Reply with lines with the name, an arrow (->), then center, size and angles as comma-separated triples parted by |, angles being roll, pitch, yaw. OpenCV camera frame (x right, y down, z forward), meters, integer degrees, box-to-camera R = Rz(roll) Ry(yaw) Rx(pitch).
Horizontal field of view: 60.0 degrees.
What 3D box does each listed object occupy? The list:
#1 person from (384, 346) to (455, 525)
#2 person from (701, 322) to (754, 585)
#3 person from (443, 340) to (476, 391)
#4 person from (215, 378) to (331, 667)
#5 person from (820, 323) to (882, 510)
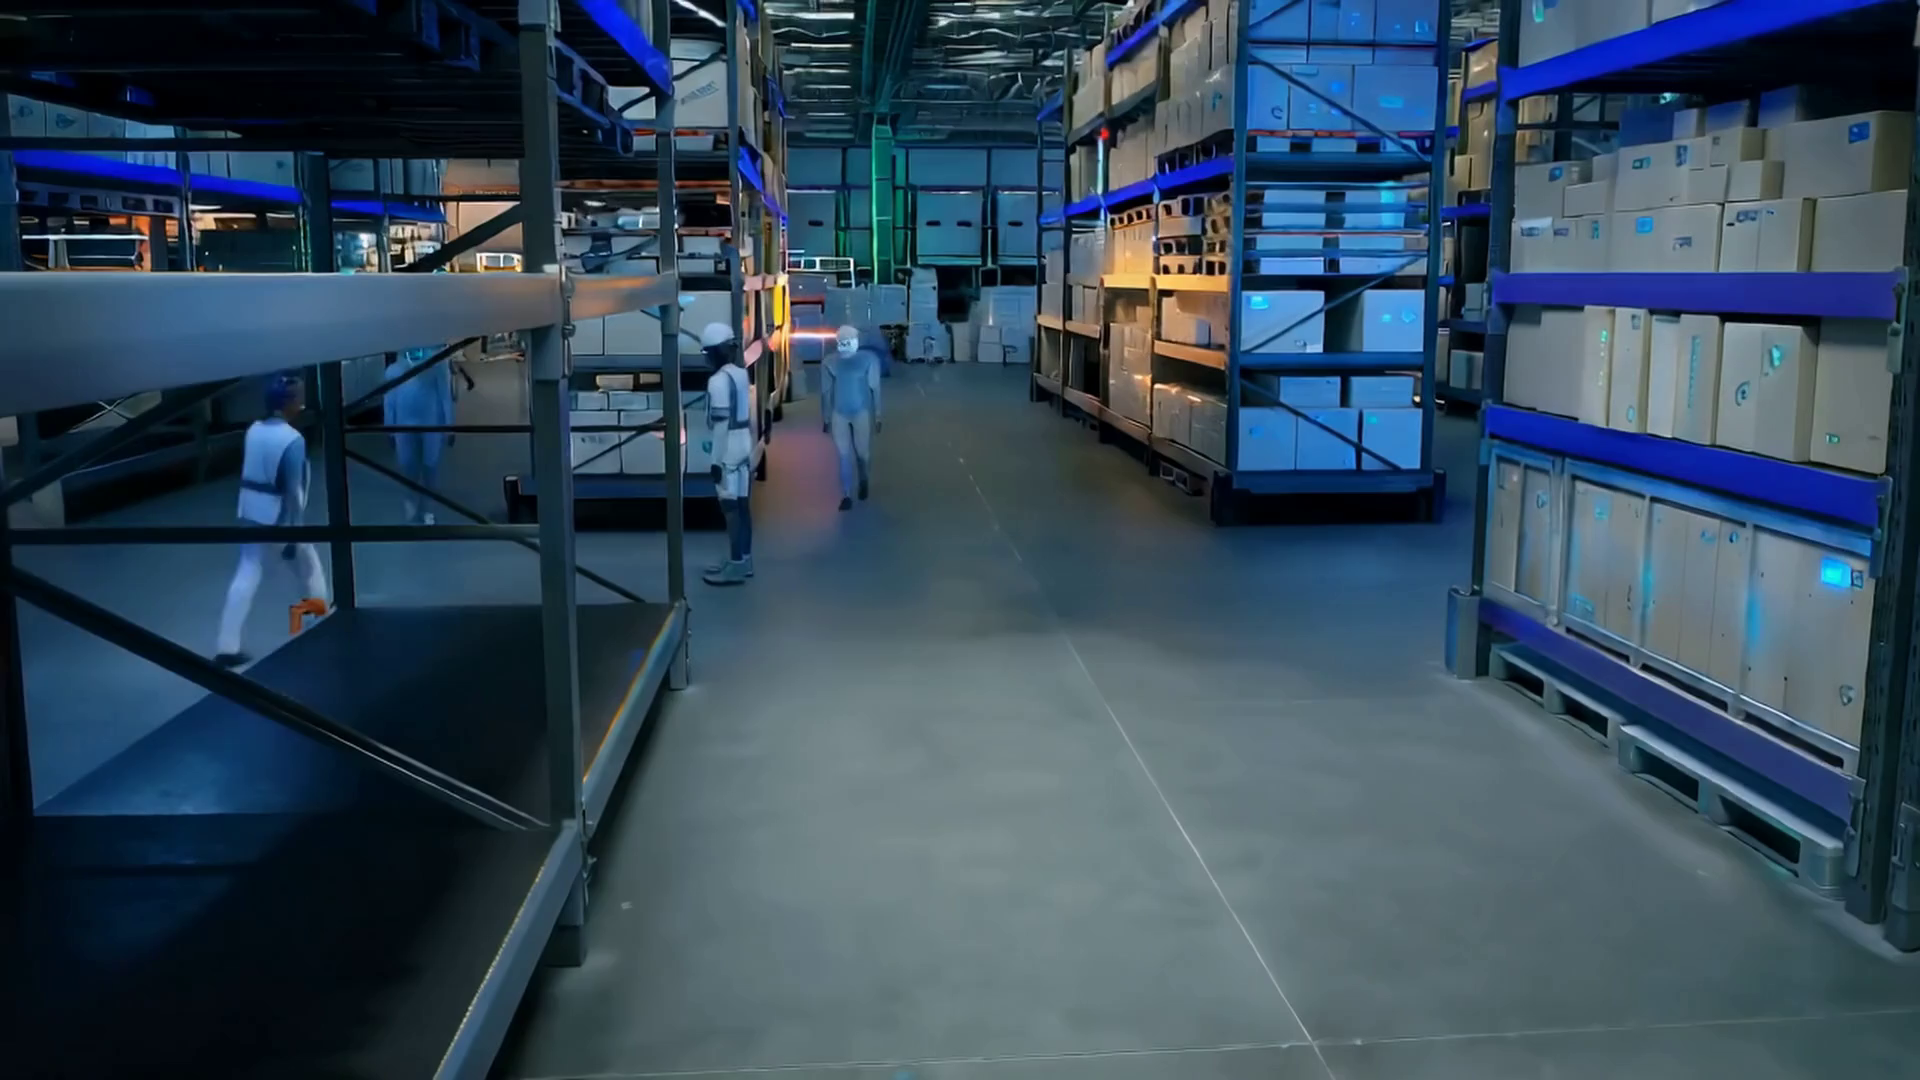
person -> -5.173, -1.072, 15.954 | 0.648, 1.891, 0.437 | -2, 9, -15
person -> -1.822, -0.665, 12.938 | 0.394, 2.040, 0.609 | 2, 9, 14
person -> -10.396, -3.996, 34.243 | 0.910, 1.922, 0.582 | 2, 9, 14
person -> -4.219, -0.115, 10.320 | 0.607, 1.777, 1.014 | 5, 11, 31
person -> -1.125, -1.284, 17.197 | 0.640, 1.918, 0.619 | 1, 9, 5
